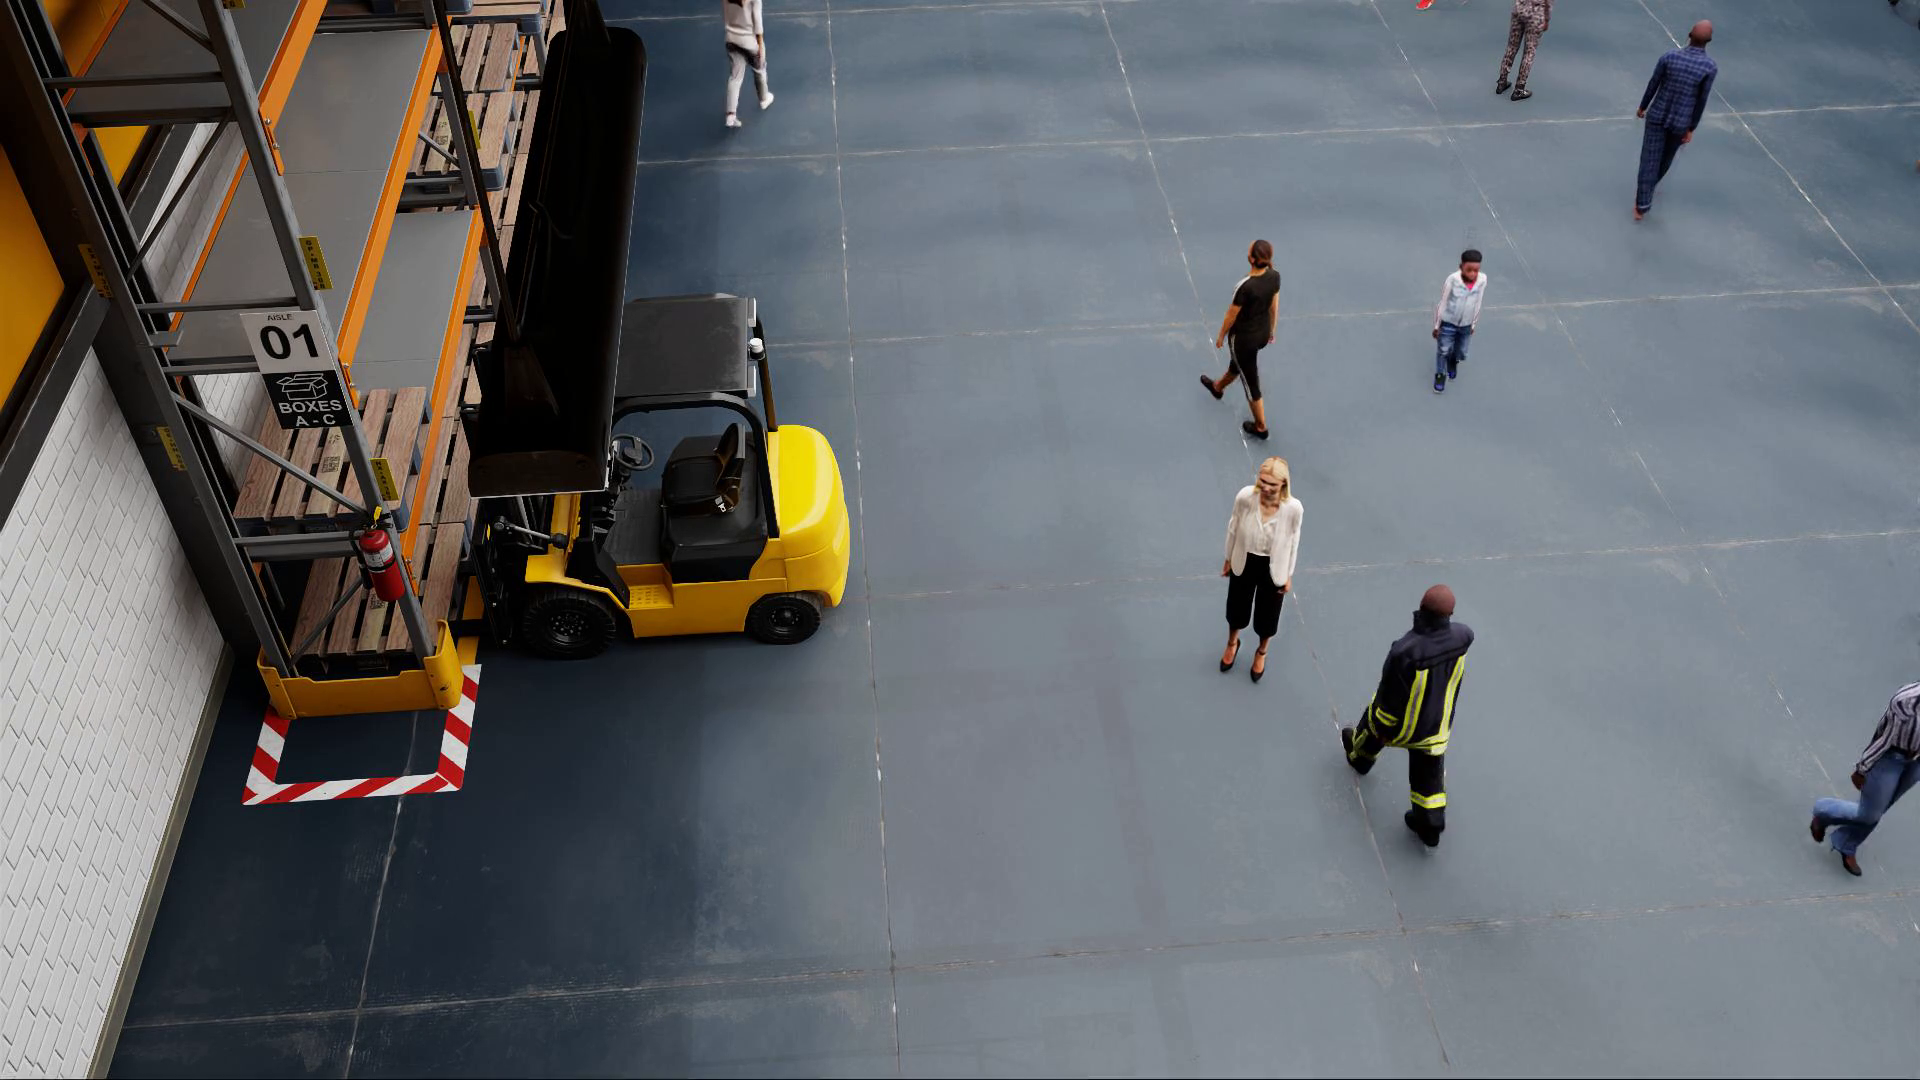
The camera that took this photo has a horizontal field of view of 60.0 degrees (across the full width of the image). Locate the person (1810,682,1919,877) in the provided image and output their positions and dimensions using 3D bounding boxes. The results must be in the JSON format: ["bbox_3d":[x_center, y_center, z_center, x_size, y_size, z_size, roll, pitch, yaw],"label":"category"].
[{"bbox_3d":[5.308,1.224,9.548,0.716,1.782,0.712,-11,45,-11],"label":"person"}]

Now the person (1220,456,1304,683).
[{"bbox_3d":[1.899,0.190,10.578,0.677,1.858,0.668,15,46,15],"label":"person"}]

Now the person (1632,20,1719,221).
[{"bbox_3d":[6.265,-3.676,14.702,0.973,1.767,1.234,13,45,13],"label":"person"}]

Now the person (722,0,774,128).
[{"bbox_3d":[-2.103,-4.739,15.894,0.857,1.661,1.137,12,45,12],"label":"person"}]

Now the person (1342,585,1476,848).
[{"bbox_3d":[2.729,1.034,9.749,0.902,1.780,1.300,-14,45,-14],"label":"person"}]

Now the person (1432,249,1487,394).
[{"bbox_3d":[3.899,-1.764,13.070,0.550,1.251,0.642,5,44,5],"label":"person"}]

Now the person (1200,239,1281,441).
[{"bbox_3d":[2.223,-1.475,12.495,0.958,1.625,1.160,-26,50,-25],"label":"person"}]

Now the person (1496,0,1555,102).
[{"bbox_3d":[5.582,-5.161,16.297,0.732,1.717,0.642,-27,50,-26],"label":"person"}]
